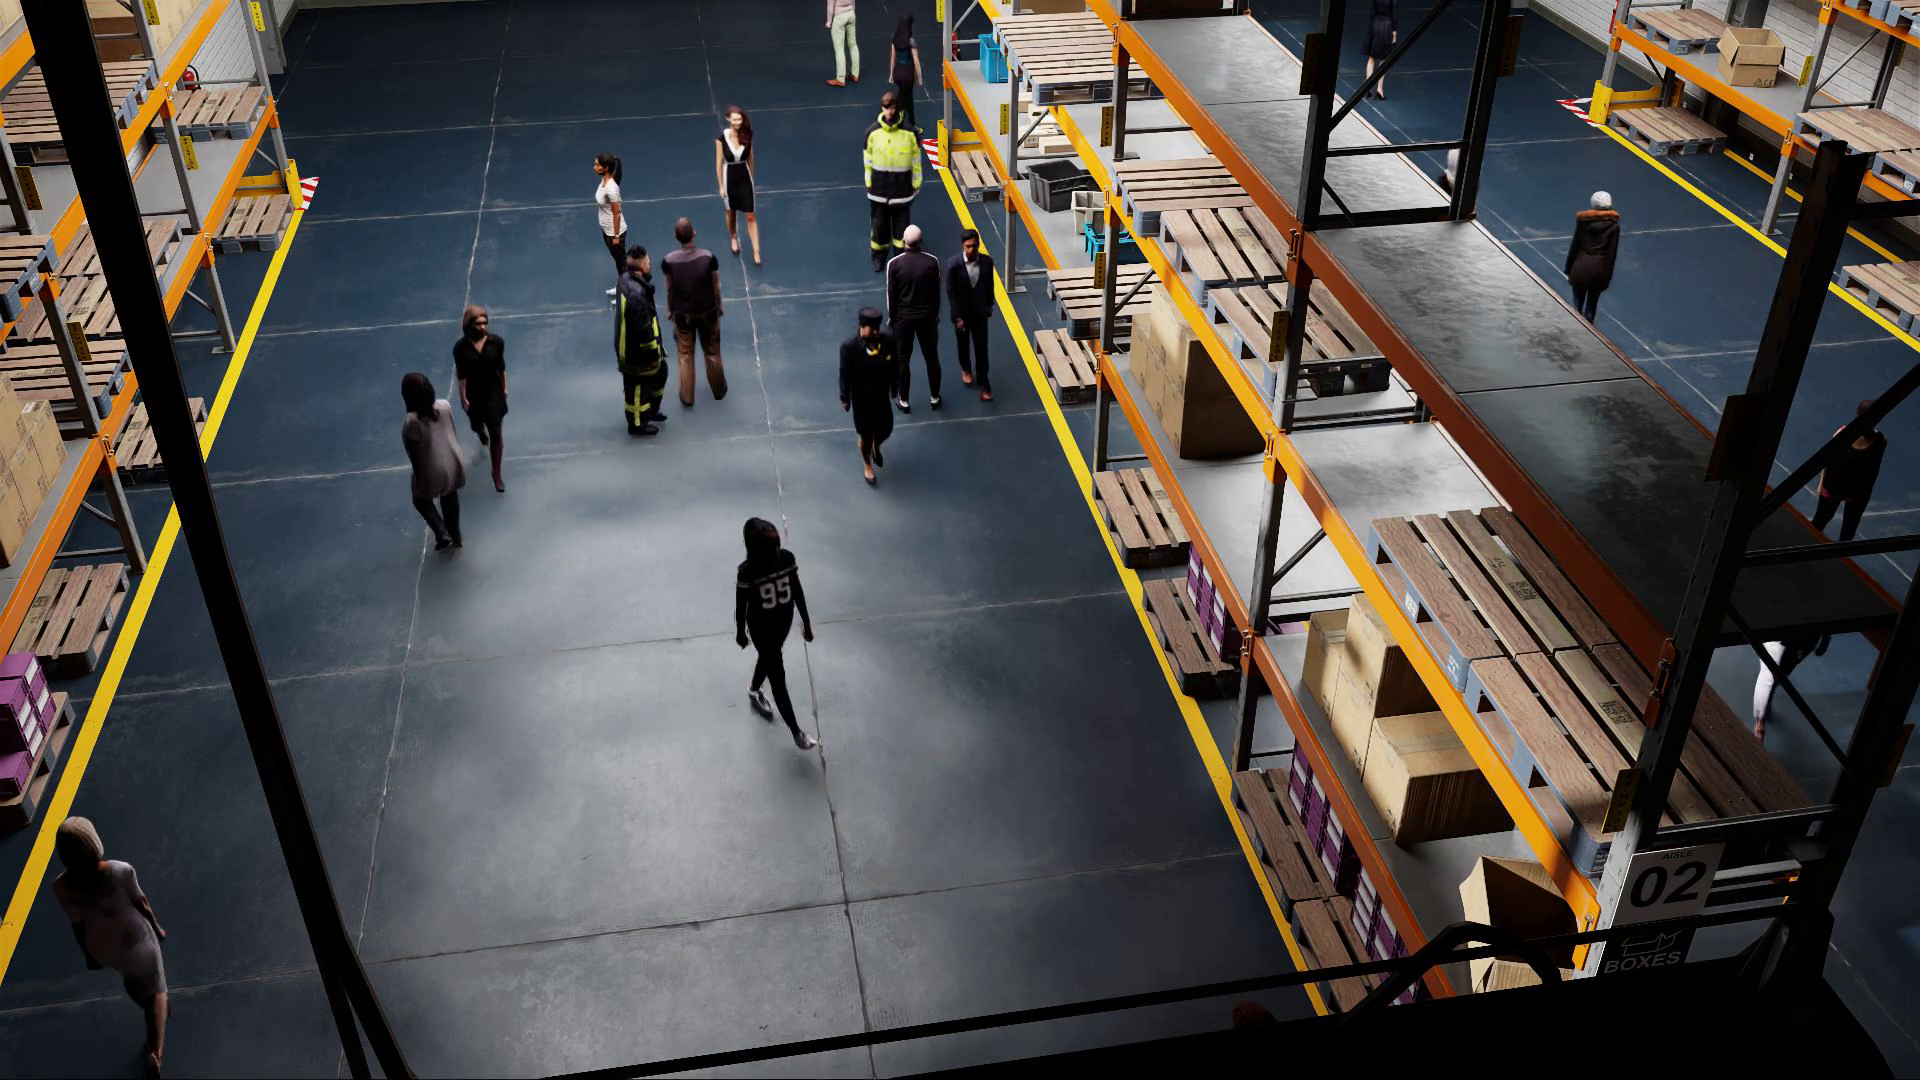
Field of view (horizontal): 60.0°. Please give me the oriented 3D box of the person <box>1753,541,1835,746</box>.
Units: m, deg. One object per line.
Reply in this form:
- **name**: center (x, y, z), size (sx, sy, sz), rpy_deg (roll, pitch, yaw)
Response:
- **person**: center (5.829, 0.631, 11.656), size (0.925, 1.560, 1.094), rpy_deg (12, 36, 18)

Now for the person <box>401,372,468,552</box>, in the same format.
- **person**: center (-4.206, -0.599, 13.477), size (0.821, 1.593, 0.766), rpy_deg (23, 40, 31)

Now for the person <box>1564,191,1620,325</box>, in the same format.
- **person**: center (6.253, -2.626, 16.516), size (0.783, 1.605, 0.837), rpy_deg (21, 39, 29)

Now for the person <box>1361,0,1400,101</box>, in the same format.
- **person**: center (5.803, -6.942, 22.882), size (0.758, 1.747, 0.673), rpy_deg (-28, 43, -35)

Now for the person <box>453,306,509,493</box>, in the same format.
- **person**: center (-4.153, -1.274, 14.429), size (0.747, 1.664, 1.101), rpy_deg (-13, 36, -18)

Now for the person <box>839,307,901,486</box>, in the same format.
- **person**: center (-0.791, -1.283, 14.445), size (0.735, 1.660, 0.707), rpy_deg (-9, 35, -13)

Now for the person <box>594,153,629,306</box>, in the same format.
- **person**: center (-3.624, -3.278, 17.459), size (0.656, 1.646, 0.502), rpy_deg (-11, 35, -16)

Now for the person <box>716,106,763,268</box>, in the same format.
- **person**: center (-2.493, -3.922, 18.326), size (0.748, 1.760, 1.151), rpy_deg (-11, 35, -16)

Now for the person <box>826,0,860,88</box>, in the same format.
- **person**: center (-1.651, -7.334, 23.355), size (0.779, 1.875, 0.803), rpy_deg (-29, 43, -36)

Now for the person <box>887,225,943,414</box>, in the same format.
- **person**: center (-0.418, -2.043, 15.430), size (0.662, 1.836, 0.550), rpy_deg (-6, 34, -9)

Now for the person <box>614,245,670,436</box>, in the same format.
- **person**: center (-2.987, -1.786, 15.025), size (0.896, 1.856, 0.704), rpy_deg (-10, 35, -15)

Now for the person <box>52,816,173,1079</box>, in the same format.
- **person**: center (-4.562, 2.250, 9.069), size (0.580, 1.728, 1.018), rpy_deg (-7, 34, -11)

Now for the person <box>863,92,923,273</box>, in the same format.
- **person**: center (-0.728, -3.933, 18.151), size (0.786, 1.973, 0.679), rpy_deg (-4, 34, -6)

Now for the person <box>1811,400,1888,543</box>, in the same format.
- **person**: center (7.091, -0.446, 13.286), size (0.625, 1.550, 0.654), rpy_deg (13, 36, 19)

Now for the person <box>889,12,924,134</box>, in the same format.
- **person**: center (-0.763, -5.861, 21.288), size (0.897, 1.711, 0.930), rpy_deg (24, 41, 32)

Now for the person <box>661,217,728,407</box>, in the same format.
- **person**: center (-2.496, -2.145, 15.575), size (0.679, 1.846, 0.594), rpy_deg (-4, 34, -6)

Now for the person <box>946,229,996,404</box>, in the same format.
- **person**: center (0.067, -2.187, 15.793), size (0.629, 1.674, 1.102), rpy_deg (-7, 34, -10)

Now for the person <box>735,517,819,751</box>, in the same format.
- **person**: center (-1.367, 0.579, 11.621), size (1.024, 1.685, 1.232), rpy_deg (-26, 41, -33)
